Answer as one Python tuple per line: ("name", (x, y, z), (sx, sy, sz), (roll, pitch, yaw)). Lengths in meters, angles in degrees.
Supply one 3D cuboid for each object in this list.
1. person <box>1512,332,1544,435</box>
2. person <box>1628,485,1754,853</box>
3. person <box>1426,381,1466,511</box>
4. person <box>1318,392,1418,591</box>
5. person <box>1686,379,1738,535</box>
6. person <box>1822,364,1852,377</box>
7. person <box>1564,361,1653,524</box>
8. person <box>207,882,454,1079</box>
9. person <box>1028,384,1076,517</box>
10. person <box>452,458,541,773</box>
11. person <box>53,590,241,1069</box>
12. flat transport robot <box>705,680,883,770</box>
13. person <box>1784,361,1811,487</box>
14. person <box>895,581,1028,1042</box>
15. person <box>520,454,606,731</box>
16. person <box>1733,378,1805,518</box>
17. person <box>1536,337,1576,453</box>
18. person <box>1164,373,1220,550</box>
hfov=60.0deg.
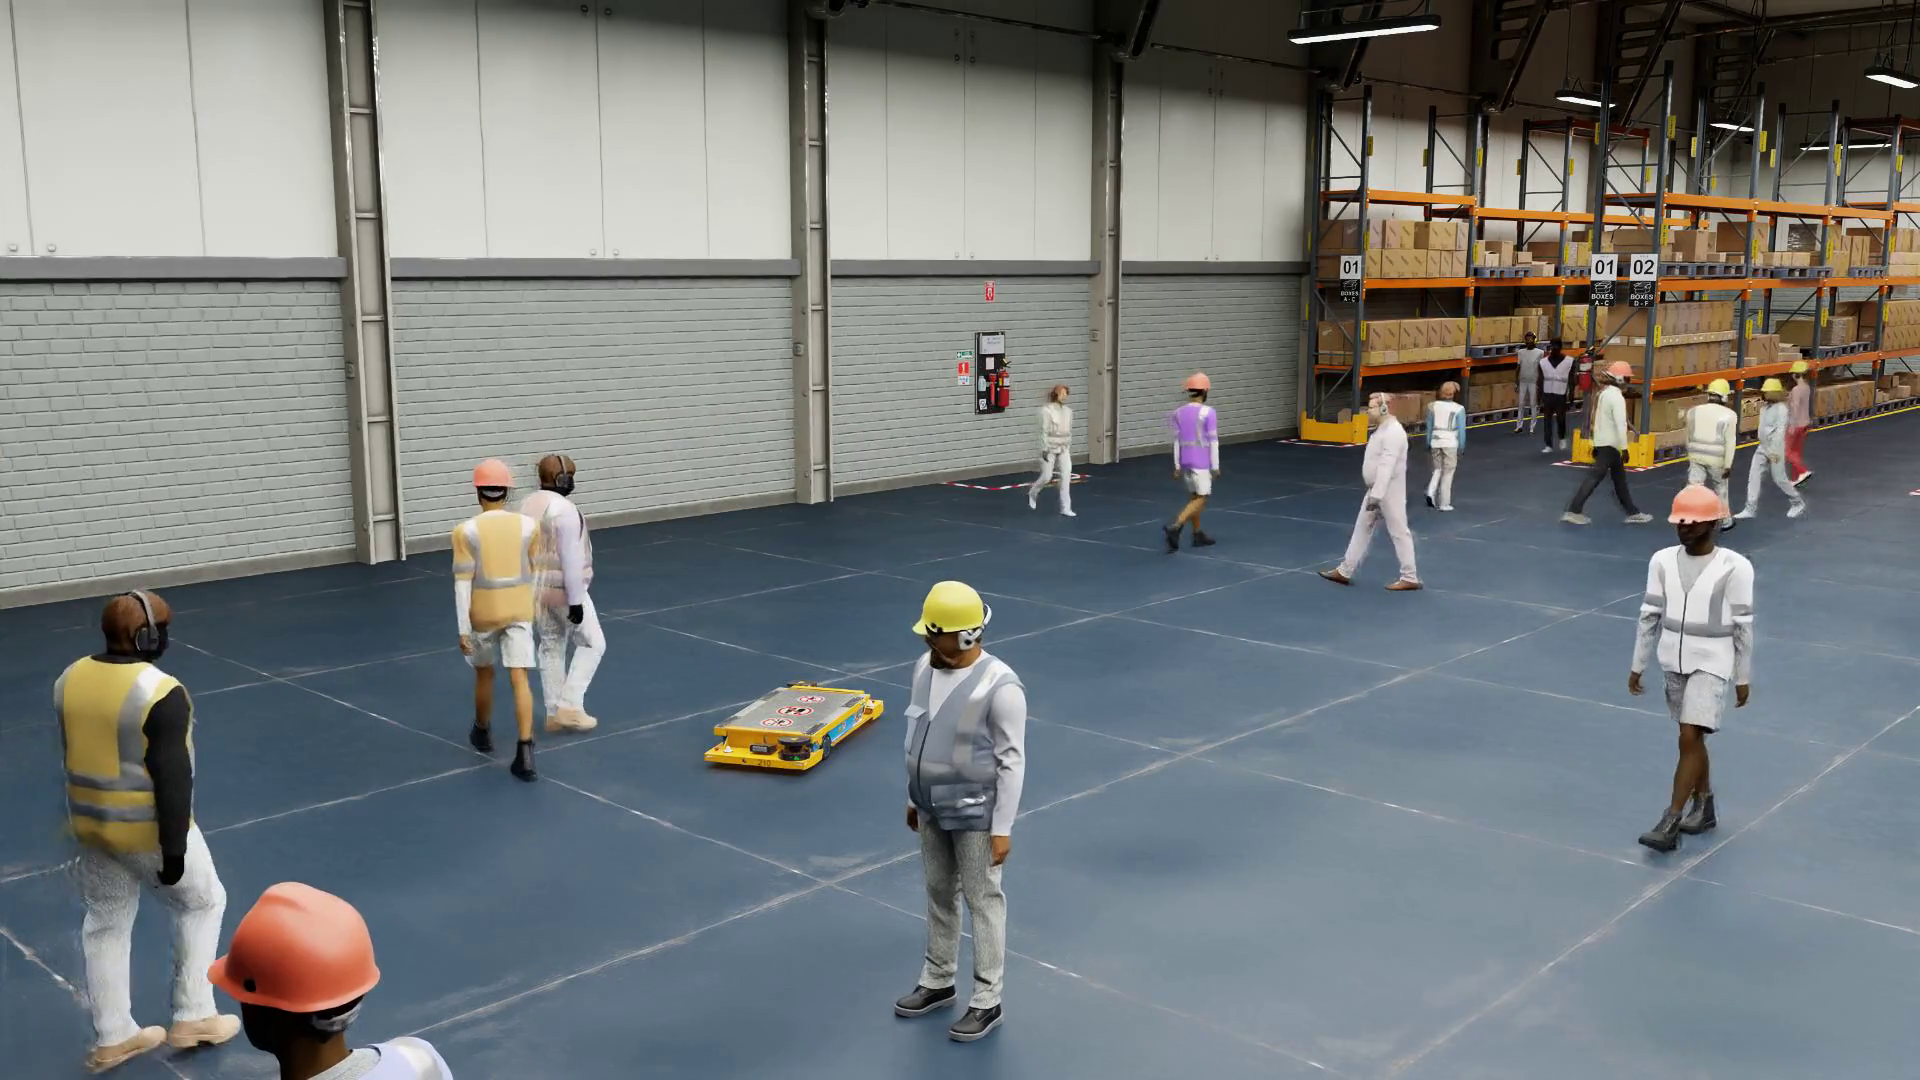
("person", (10.340, -2.853, 30.262), (0.524, 1.871, 0.325), (7, 12, 36))
("person", (3.765, 0.667, 8.709), (0.910, 1.895, 0.562), (-7, 12, -36))
("person", (6.045, -1.162, 20.672), (0.362, 1.625, 0.539), (-8, 12, -40))
("person", (3.880, -0.443, 15.606), (0.959, 1.863, 0.668), (0, 9, -2))
("person", (8.453, -0.915, 18.688), (0.912, 1.780, 0.609), (-8, 12, -40))
("person", (19.379, -3.988, 36.723), (0.639, 2.017, 0.501), (7, 12, 38))
("person", (7.671, -1.138, 19.616), (1.053, 1.939, 0.647), (1, 9, 6))
("person", (-1.172, 1.568, 3.096), (0.347, 1.943, 0.545), (4, 10, 21))
("person", (1.136, -1.111, 20.397), (0.514, 1.619, 0.657), (-6, 11, -34))
("person", (-2.793, 0.448, 10.110), (0.548, 1.886, 1.026), (-4, 10, -25))
("person", (-3.112, 1.091, 6.385), (0.648, 1.823, 0.605), (3, 10, 20))
("flat transport robot", (-1.032, 1.164, 10.641), (0.652, 0.197, 1.431), (3, 10, 17))
("person", (11.500, -1.582, 22.876), (0.387, 1.750, 0.541), (8, 13, 42))
("person", (-0.014, 1.055, 6.580), (0.404, 1.825, 0.587), (-8, 13, -42))
("person", (-2.595, 0.350, 10.843), (0.474, 1.831, 0.661), (-8, 12, -42))
("person", (9.838, -1.100, 20.067), (0.823, 1.713, 0.498), (-2, 9, -9))
("person", (9.739, -2.366, 27.206), (0.614, 1.900, 0.470), (7, 11, 35))
("person", (2.482, -0.834, 17.838), (0.782, 1.915, 0.553), (-7, 12, -37))
